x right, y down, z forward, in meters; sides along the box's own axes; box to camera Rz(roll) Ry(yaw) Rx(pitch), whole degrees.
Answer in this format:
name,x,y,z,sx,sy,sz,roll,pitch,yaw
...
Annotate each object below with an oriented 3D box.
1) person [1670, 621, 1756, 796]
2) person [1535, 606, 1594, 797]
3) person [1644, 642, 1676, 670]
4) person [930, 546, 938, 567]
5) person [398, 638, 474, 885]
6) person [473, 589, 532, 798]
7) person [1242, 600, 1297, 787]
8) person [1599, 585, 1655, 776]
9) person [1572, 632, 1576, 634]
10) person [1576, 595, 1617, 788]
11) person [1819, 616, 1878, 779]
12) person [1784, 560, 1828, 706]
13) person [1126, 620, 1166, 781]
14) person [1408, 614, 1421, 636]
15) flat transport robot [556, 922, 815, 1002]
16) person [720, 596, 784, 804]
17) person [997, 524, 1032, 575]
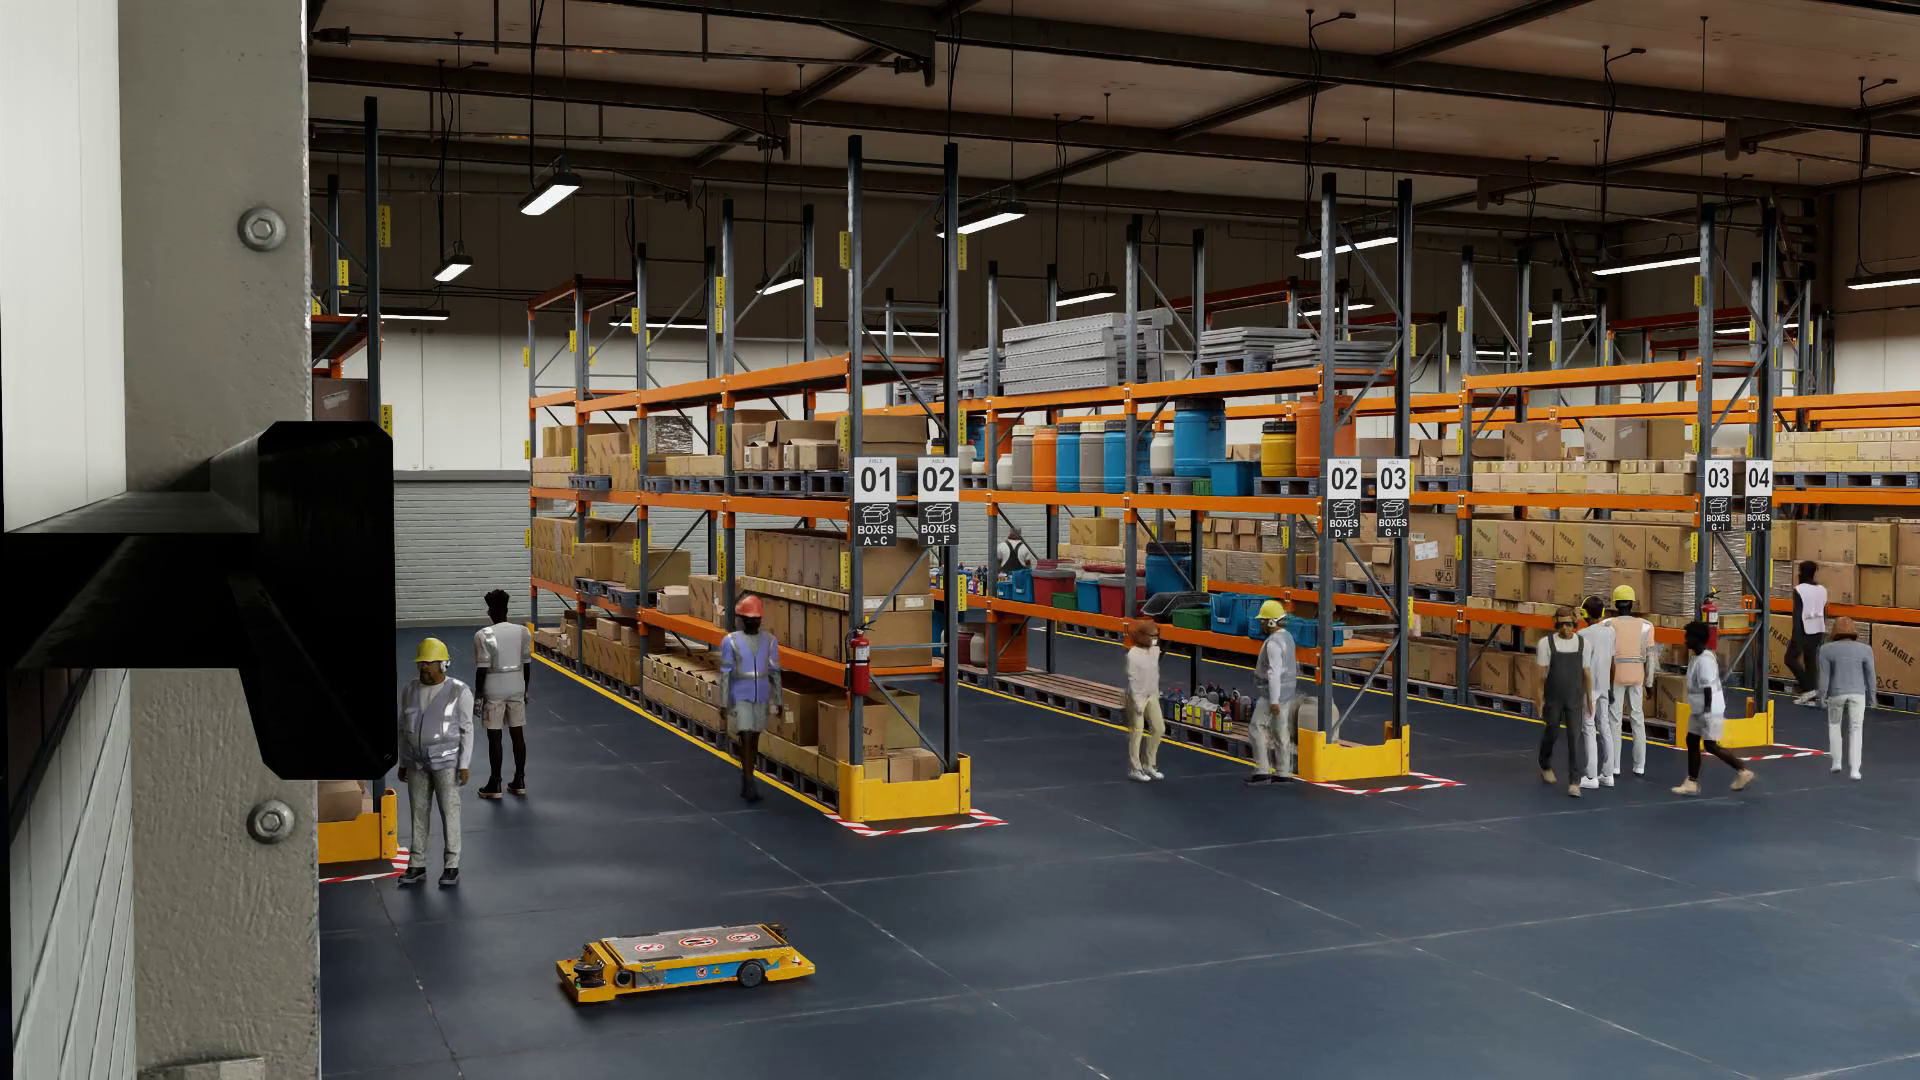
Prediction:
name,x,y,z,sx,sy,sz,roll,pitch,yaw
person,7.119,1.592,16.892,0.676,1.666,0.544,0,2,7
person,5.809,1.516,17.261,0.562,1.803,0.916,0,2,8
person,8.952,1.228,23.338,0.638,1.891,0.983,-1,2,-14
person,-0.463,0.684,38.498,0.404,1.824,0.591,0,2,3
person,-3.929,1.643,13.348,0.586,1.835,0.403,0,2,11
person,-4.341,1.443,16.953,0.376,1.959,0.603,2,3,43
person,2.991,1.495,17.489,0.573,1.816,0.603,1,2,28
person,6.702,1.416,18.102,0.594,1.922,0.376,0,2,2
person,9.143,1.115,26.508,0.575,1.881,0.356,-1,2,-28
person,6.163,1.471,17.433,0.526,1.865,0.315,-1,2,-26
person,8.926,1.573,18.003,0.542,1.606,0.648,1,2,25
person,11.075,1.220,23.441,0.634,1.903,0.450,-1,2,-27
person,1.823,1.584,17.675,0.526,1.603,0.453,-2,3,-44
person,7.265,1.012,28.260,0.627,1.950,0.922,-2,3,-36
flat transport robot,-1.658,2.531,10.816,1.431,0.197,0.652,-1,2,-23
person,-1.881,1.482,16.565,0.570,1.905,0.875,-1,2,-28
person,1.100,0.700,35.836,0.696,2.000,0.592,0,2,6
